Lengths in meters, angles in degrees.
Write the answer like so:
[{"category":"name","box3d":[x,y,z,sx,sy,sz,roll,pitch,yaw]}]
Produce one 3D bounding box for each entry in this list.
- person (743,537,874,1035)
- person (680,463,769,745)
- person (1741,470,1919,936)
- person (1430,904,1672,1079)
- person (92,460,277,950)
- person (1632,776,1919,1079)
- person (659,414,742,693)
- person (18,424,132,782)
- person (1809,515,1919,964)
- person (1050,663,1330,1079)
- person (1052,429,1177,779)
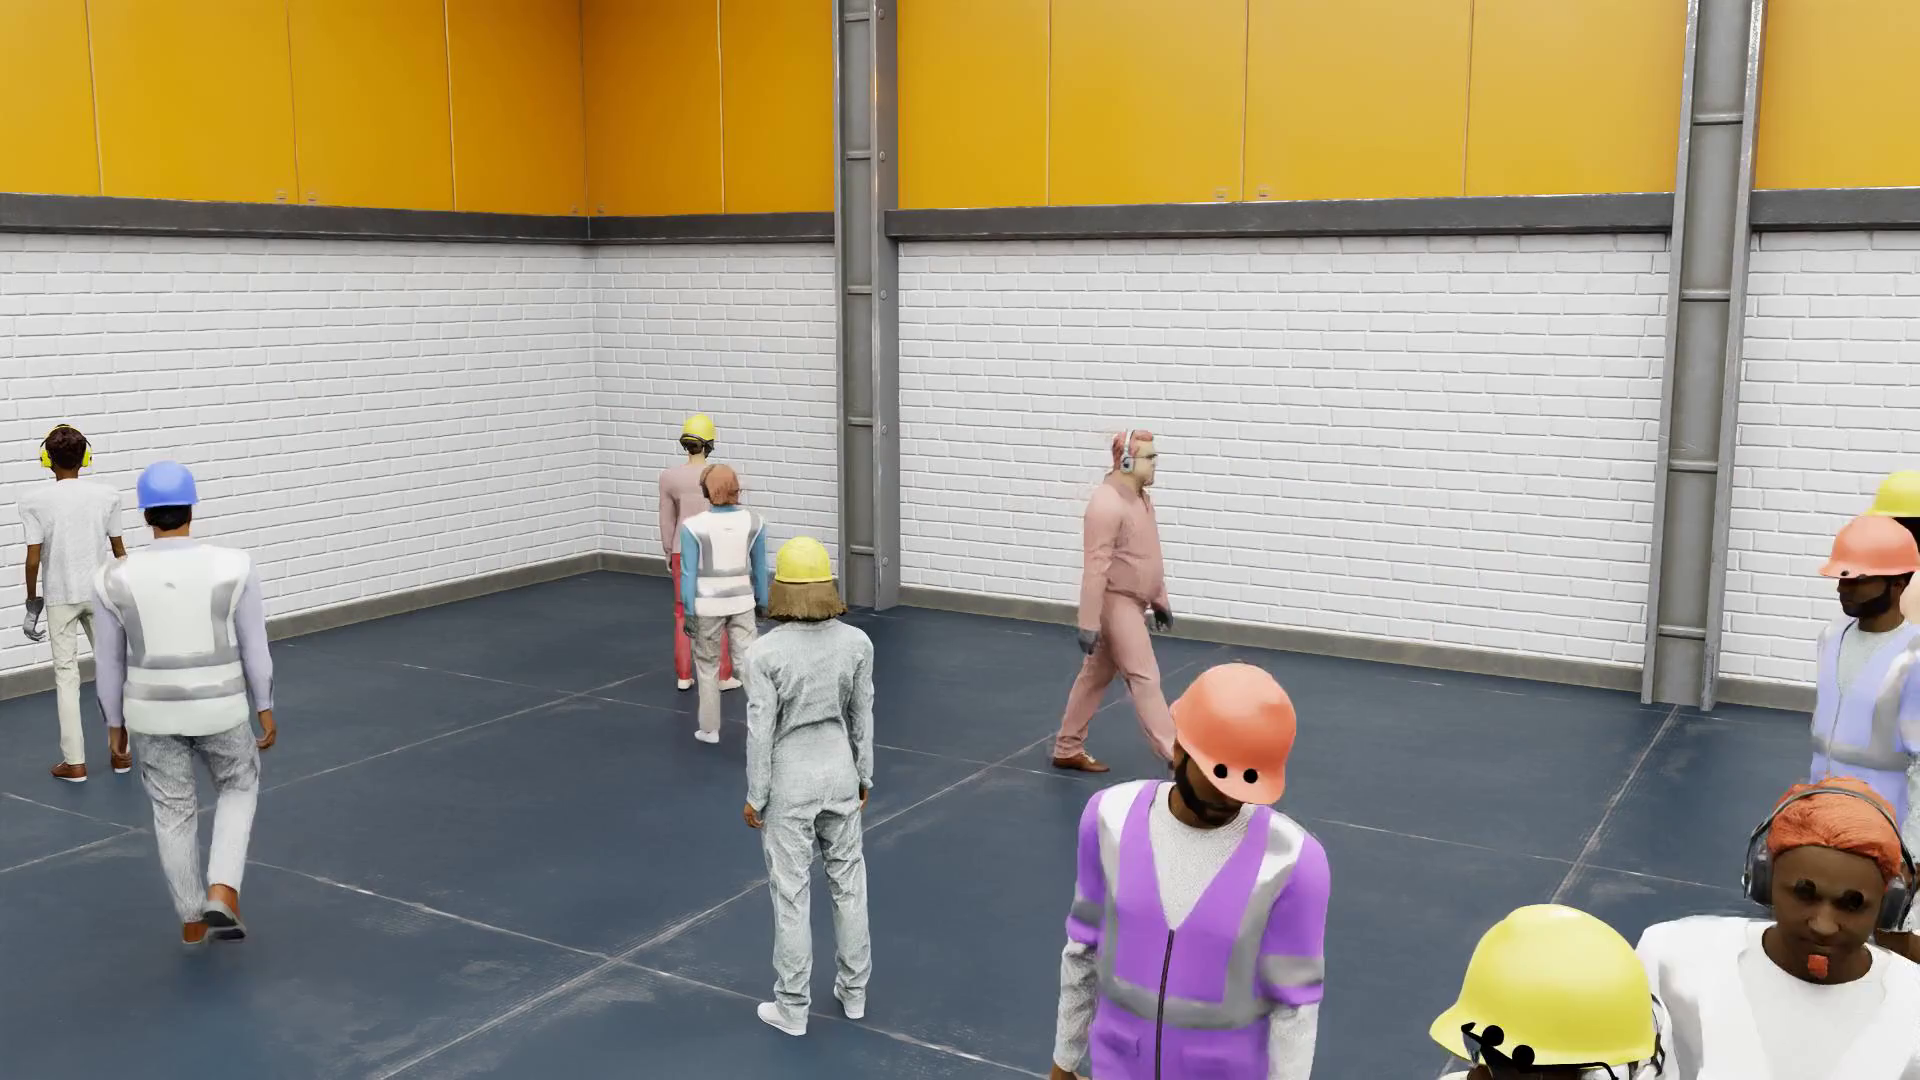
[{"category":"person","box3d":[-0.535,0.852,5.833,0.494,1.741,0.308,-5,11,-31]},{"category":"person","box3d":[-1.272,0.385,9.141,0.525,1.614,0.690,-5,11,-30]},{"category":"person","box3d":[3.675,0.663,6.590,0.613,1.881,0.953,-8,12,-42]},{"category":"person","box3d":[0.786,1.376,2.280,0.404,1.833,0.592,-4,10,-23]},{"category":"person","box3d":[-2.984,0.661,6.421,0.640,1.931,0.487,-3,10,-17]},{"category":"person","box3d":[1.332,1.299,2.699,0.593,1.844,0.866,5,11,30]},{"category":"person","box3d":[-1.635,0.090,10.516,0.522,1.768,0.312,2,9,11]},{"category":"person","box3d":[-4.625,0.328,8.710,0.539,1.869,0.313,-9,13,-43]},{"category":"person","box3d":[2.954,0.859,5.302,0.885,1.909,0.554,-2,9,-13]},{"category":"person","box3d":[0.442,1.157,3.485,0.619,1.884,0.547,4,10,25]},{"category":"person","box3d":[0.914,0.357,8.586,1.016,1.851,0.671,3,10,20]}]
